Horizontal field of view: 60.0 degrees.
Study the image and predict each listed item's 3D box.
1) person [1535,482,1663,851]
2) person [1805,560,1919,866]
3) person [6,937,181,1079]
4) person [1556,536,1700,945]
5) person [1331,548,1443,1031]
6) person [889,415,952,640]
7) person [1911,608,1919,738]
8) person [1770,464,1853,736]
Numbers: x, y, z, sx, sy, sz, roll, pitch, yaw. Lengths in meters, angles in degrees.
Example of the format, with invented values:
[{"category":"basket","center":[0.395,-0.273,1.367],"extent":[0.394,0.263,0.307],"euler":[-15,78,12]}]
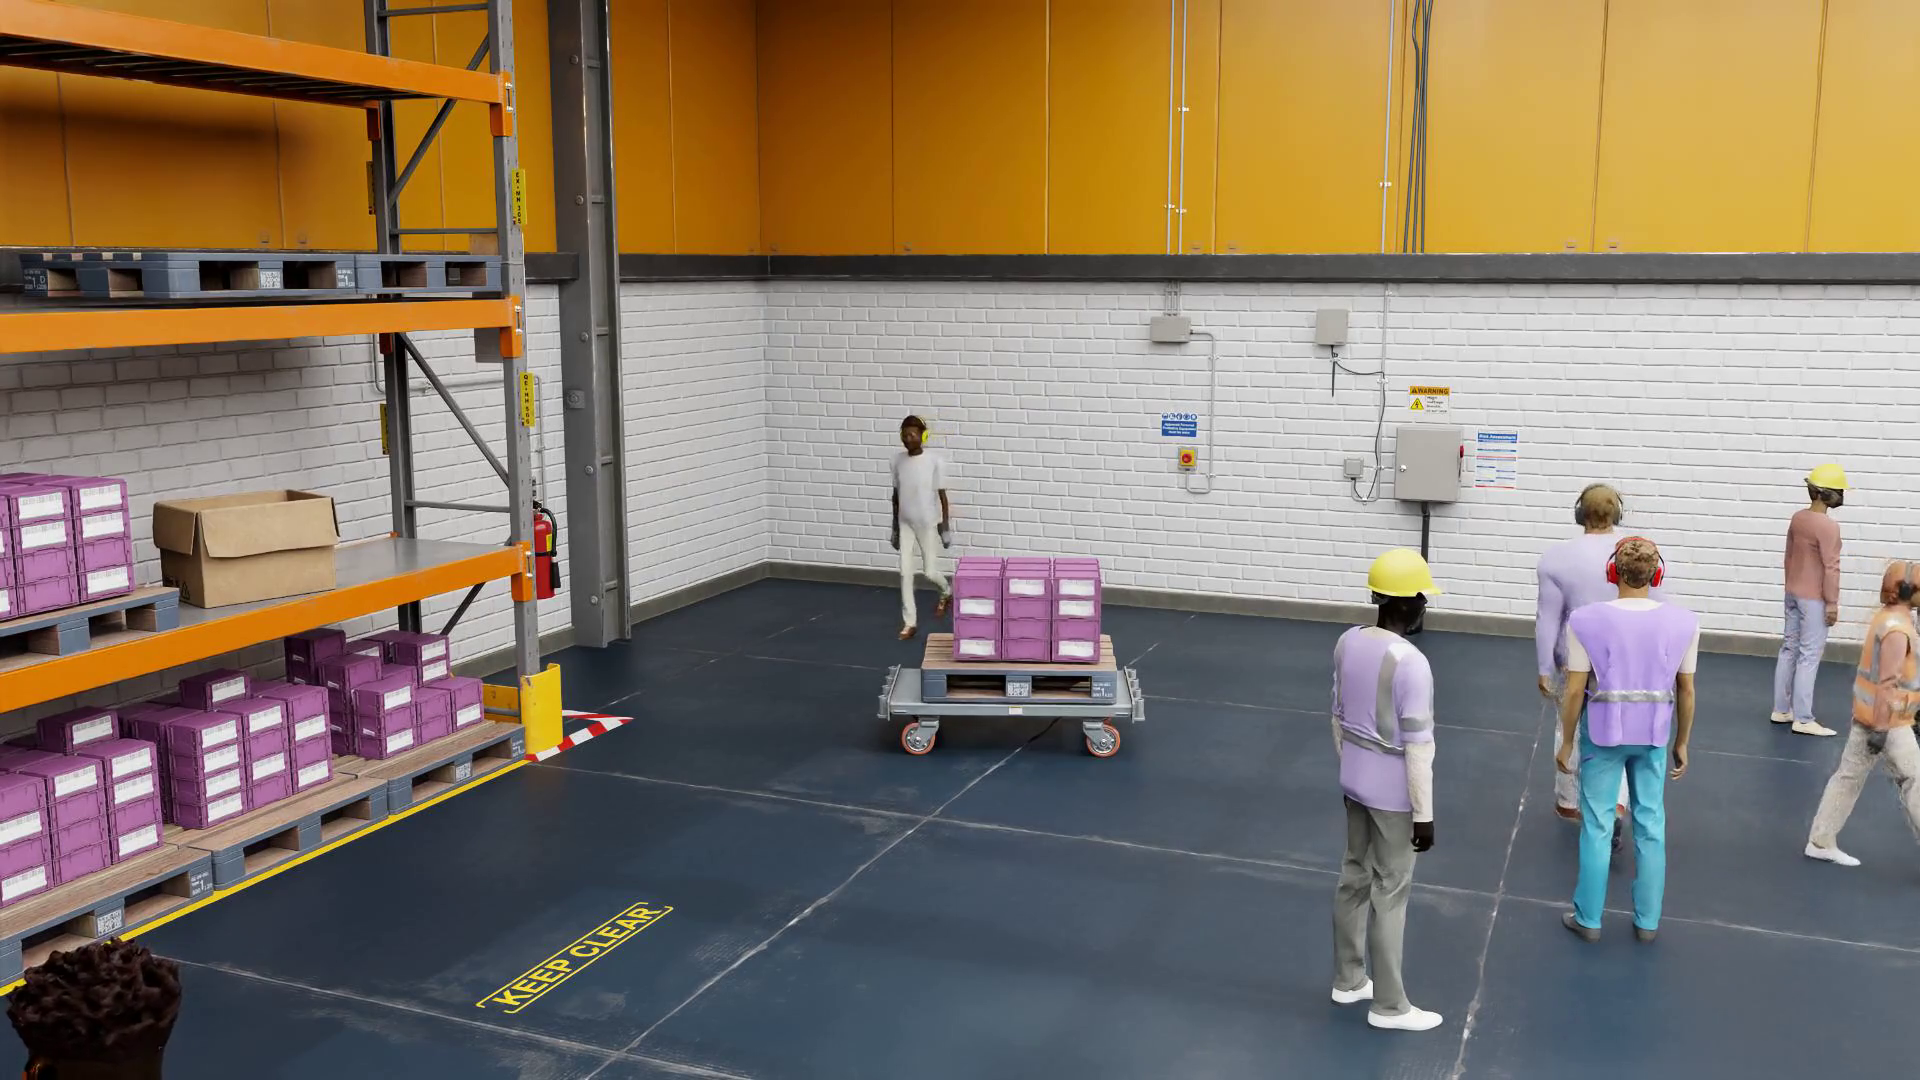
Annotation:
[{"category":"person","center":[3.340,0.652,8.738],"extent":[0.635,1.914,0.899],"euler":[2,10,13]},{"category":"person","center":[4.677,0.893,8.217],"extent":[0.846,1.597,0.517],"euler":[4,10,21]},{"category":"person","center":[-1.329,1.603,2.796],"extent":[0.362,1.962,0.613],"euler":[-5,10,-26]},{"category":"person","center":[2.966,0.901,7.411],"extent":[0.570,1.844,0.379],"euler":[1,9,4]},{"category":"person","center":[1.707,0.986,6.651],"extent":[0.369,1.928,0.586],"euler":[-3,10,-20]},{"category":"person","center":[-0.296,-0.132,13.704],"extent":[0.533,1.846,0.764],"euler":[4,10,21]},{"category":"person","center":[6.207,0.468,10.232],"extent":[0.577,1.796,1.056],"euler":[3,10,20]},{"category":"person","center":[5.558,0.380,10.818],"extent":[0.328,1.765,0.532],"euler":[0,9,-1]}]
